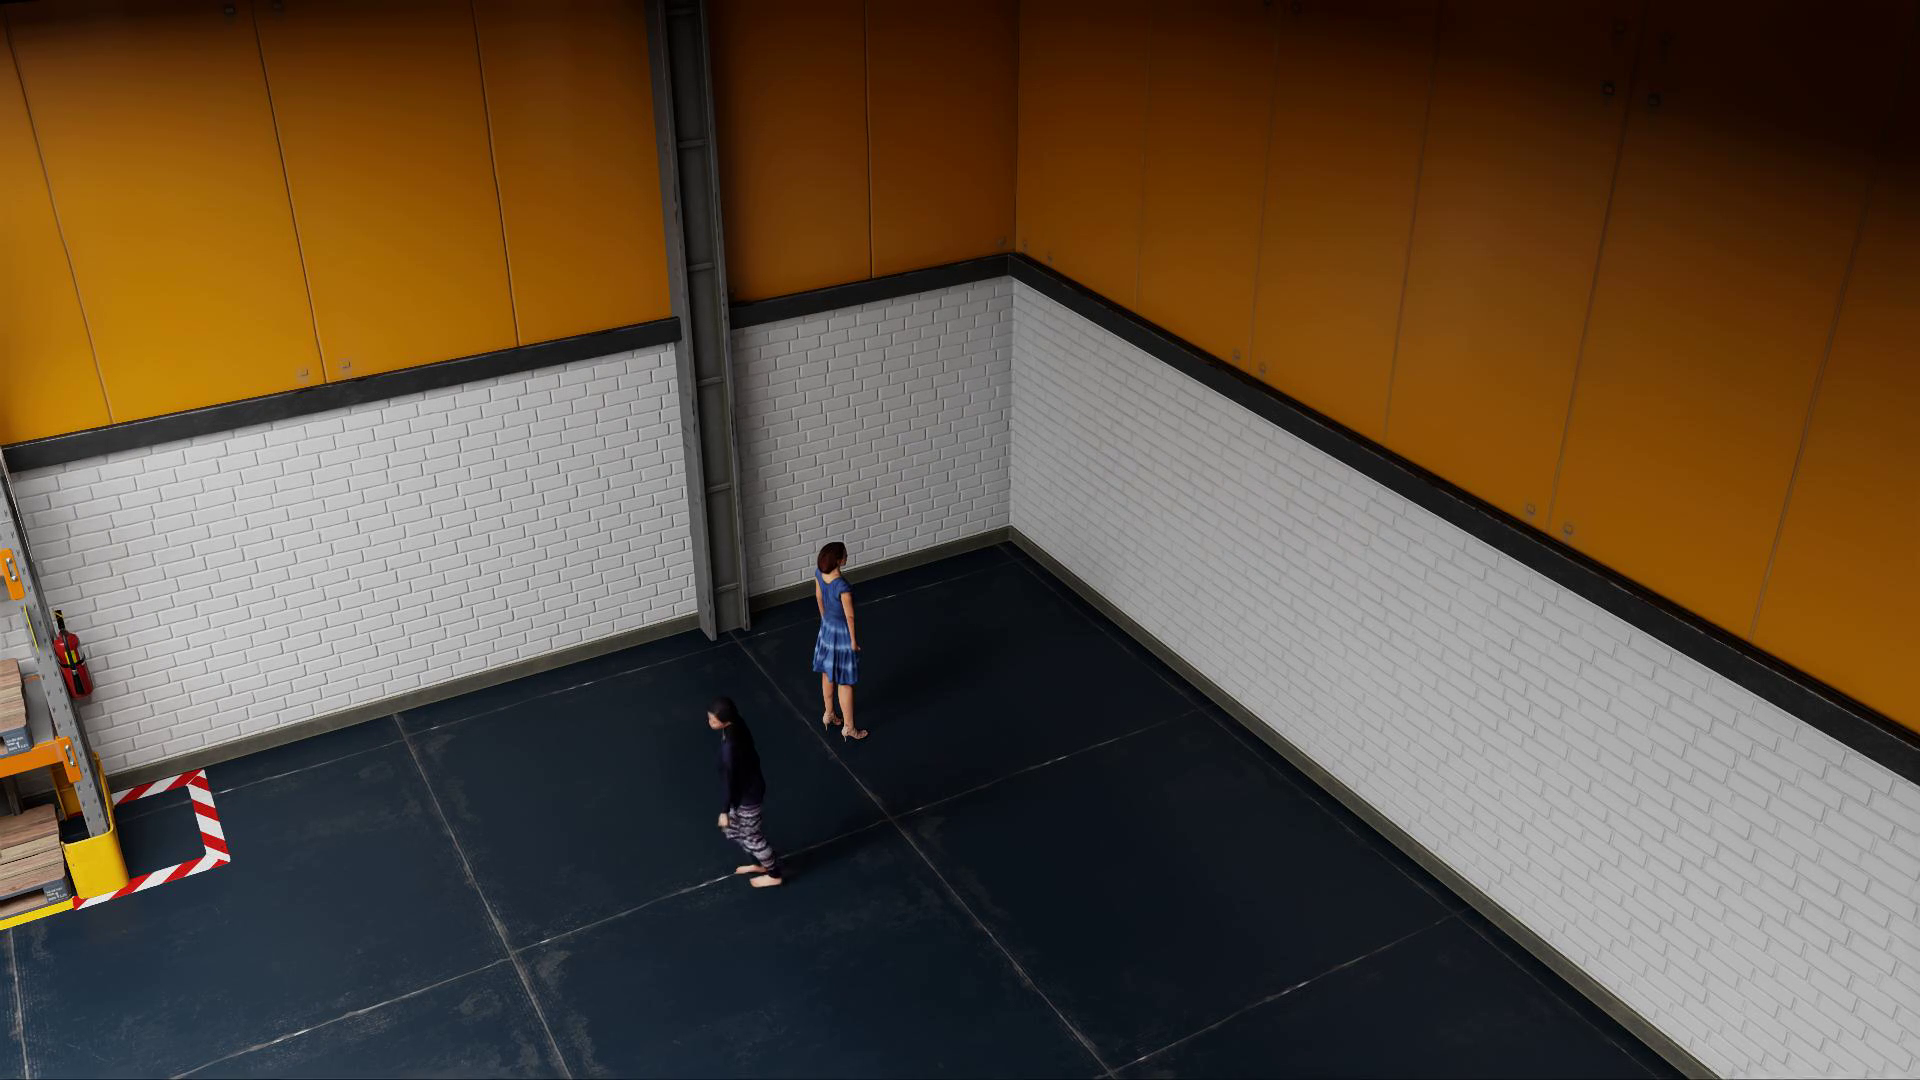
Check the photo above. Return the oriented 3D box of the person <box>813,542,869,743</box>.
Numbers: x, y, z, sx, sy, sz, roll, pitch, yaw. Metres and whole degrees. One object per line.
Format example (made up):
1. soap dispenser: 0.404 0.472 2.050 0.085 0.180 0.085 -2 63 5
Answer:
1. person: -0.978 0.813 13.497 0.628 1.806 0.706 -22 36 -35

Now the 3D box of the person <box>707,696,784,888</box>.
1. person: -1.465 1.793 11.819 0.801 1.692 0.755 4 29 8
